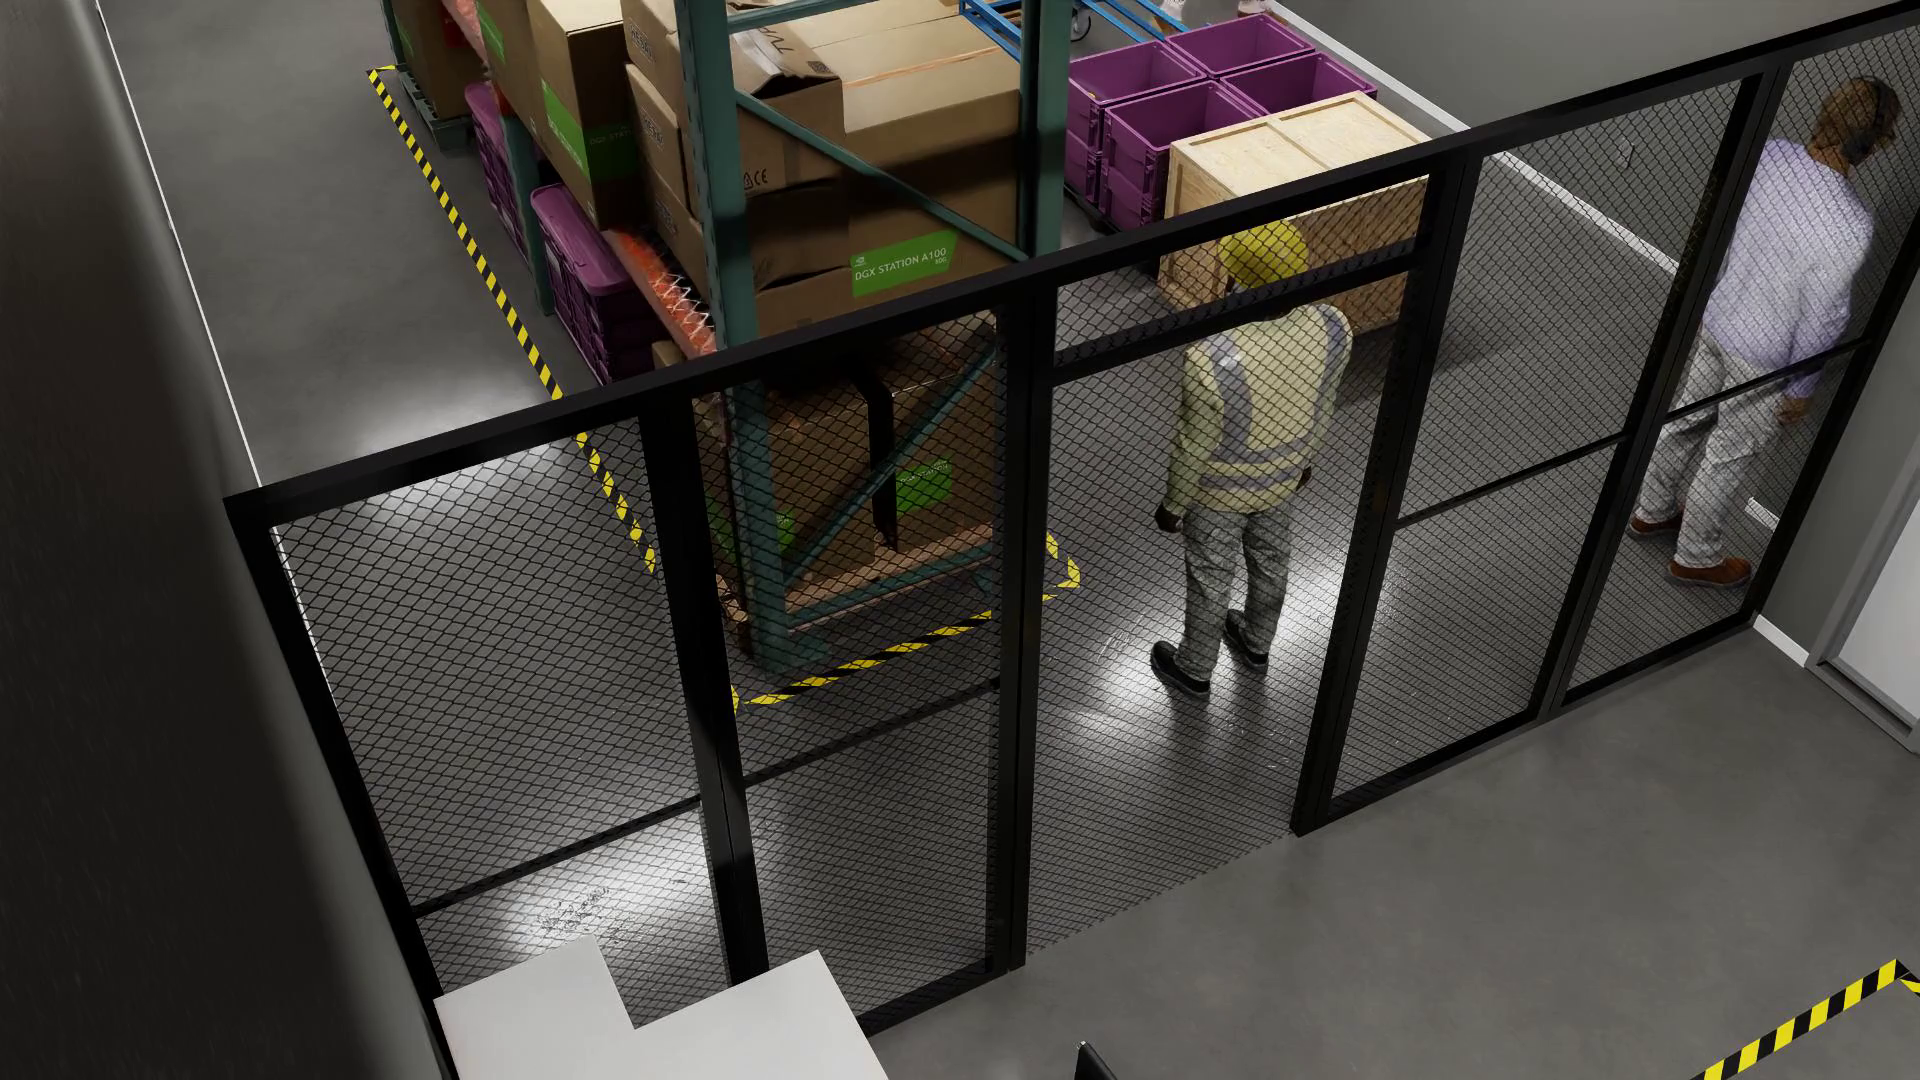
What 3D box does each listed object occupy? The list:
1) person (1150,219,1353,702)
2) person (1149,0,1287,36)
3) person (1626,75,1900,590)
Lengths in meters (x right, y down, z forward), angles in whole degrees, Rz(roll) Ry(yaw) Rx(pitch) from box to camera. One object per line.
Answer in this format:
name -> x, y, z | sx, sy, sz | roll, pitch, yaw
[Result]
person -> 0.883, -0.230, 5.271 | 0.588, 1.837, 0.403 | -19, 46, -20
person -> 1.497, -3.607, 8.876 | 0.838, 1.964, 0.601 | -34, 52, -31
person -> 2.726, -0.675, 5.689 | 0.376, 1.934, 0.627 | -7, 43, -7
